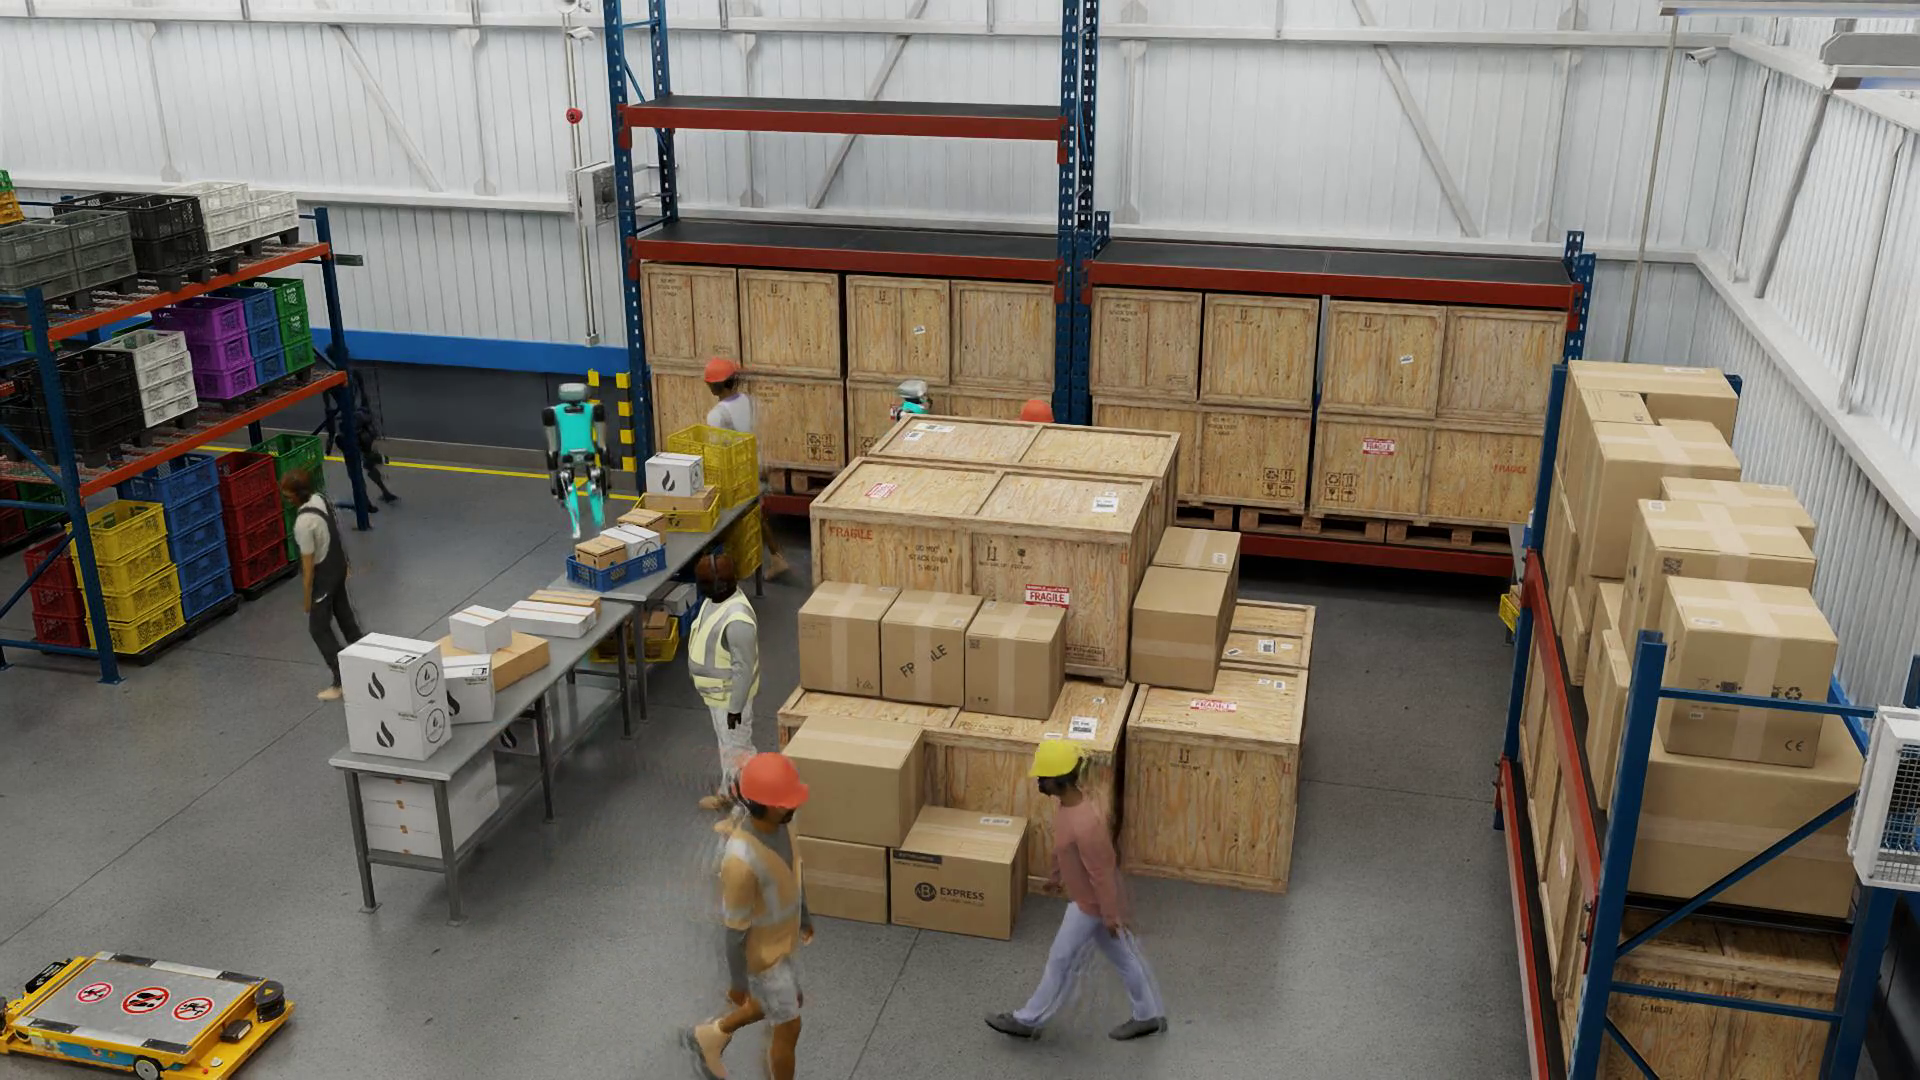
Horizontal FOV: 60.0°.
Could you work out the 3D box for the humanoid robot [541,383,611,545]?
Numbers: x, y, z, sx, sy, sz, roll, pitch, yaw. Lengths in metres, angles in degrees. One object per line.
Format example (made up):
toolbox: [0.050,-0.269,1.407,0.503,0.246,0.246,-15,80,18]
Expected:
humanoid robot: [-3.182,-0.388,14.051,0.540,1.763,0.875,-7,22,-17]

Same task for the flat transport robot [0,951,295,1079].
flat transport robot: [-4.270,2.464,8.601,1.431,0.231,0.659,5,22,13]

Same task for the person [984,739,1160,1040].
person: [0.596,1.786,8.371,0.960,1.684,0.529,0,21,0]

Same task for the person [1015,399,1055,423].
person: [0.610,-0.171,13.159,0.377,1.937,0.546,7,22,17]

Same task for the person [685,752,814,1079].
person: [-0.962,1.853,7.749,0.729,2.017,0.612,5,21,13]

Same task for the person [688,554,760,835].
person: [-1.467,0.945,10.381,0.430,1.837,0.620,-8,22,-20]

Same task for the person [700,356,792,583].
person: [-1.923,-0.595,14.188,1.032,2.010,0.625,12,24,28]

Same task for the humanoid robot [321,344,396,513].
humanoid robot: [-5.791,-1.055,15.855,0.423,1.639,0.612,9,23,22]

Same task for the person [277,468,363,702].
person: [-4.627,0.273,12.208,0.392,1.807,0.715,0,21,0]

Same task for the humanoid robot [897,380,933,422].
humanoid robot: [-0.625,-0.488,14.419,0.774,1.883,0.544,8,22,20]
